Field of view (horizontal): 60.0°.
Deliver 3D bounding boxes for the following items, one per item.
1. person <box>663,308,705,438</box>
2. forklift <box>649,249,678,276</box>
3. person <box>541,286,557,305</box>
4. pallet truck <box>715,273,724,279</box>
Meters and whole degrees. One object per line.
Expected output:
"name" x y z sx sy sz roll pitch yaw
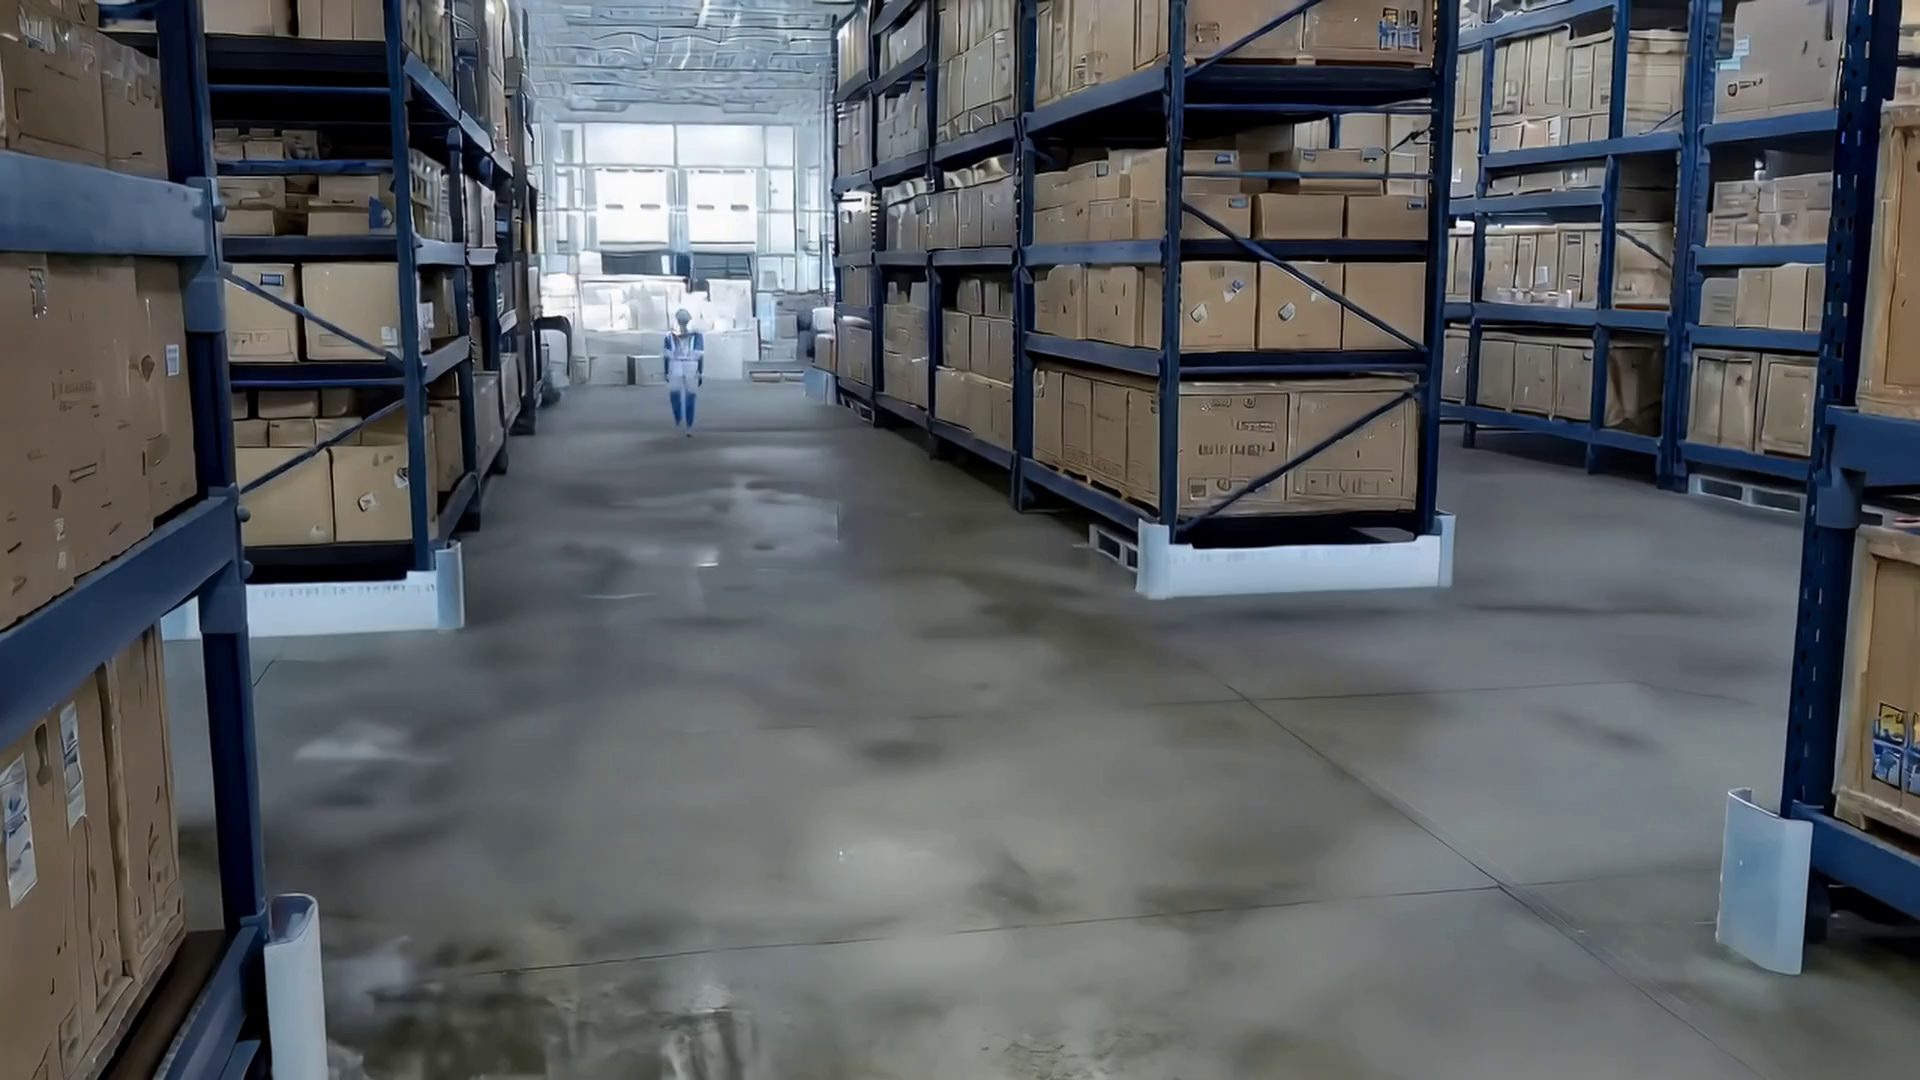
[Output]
"person" -3.581 -2.164 21.618 0.551 1.685 0.366 -1 9 -4
"forklift" -9.883 -8.343 55.675 1.129 2.768 1.873 -7 12 -38
"person" -14.531 -8.387 58.846 0.589 1.927 0.368 -2 9 -11
"pallet truck" -8.580 -8.986 62.280 1.885 1.965 0.823 1 9 5
